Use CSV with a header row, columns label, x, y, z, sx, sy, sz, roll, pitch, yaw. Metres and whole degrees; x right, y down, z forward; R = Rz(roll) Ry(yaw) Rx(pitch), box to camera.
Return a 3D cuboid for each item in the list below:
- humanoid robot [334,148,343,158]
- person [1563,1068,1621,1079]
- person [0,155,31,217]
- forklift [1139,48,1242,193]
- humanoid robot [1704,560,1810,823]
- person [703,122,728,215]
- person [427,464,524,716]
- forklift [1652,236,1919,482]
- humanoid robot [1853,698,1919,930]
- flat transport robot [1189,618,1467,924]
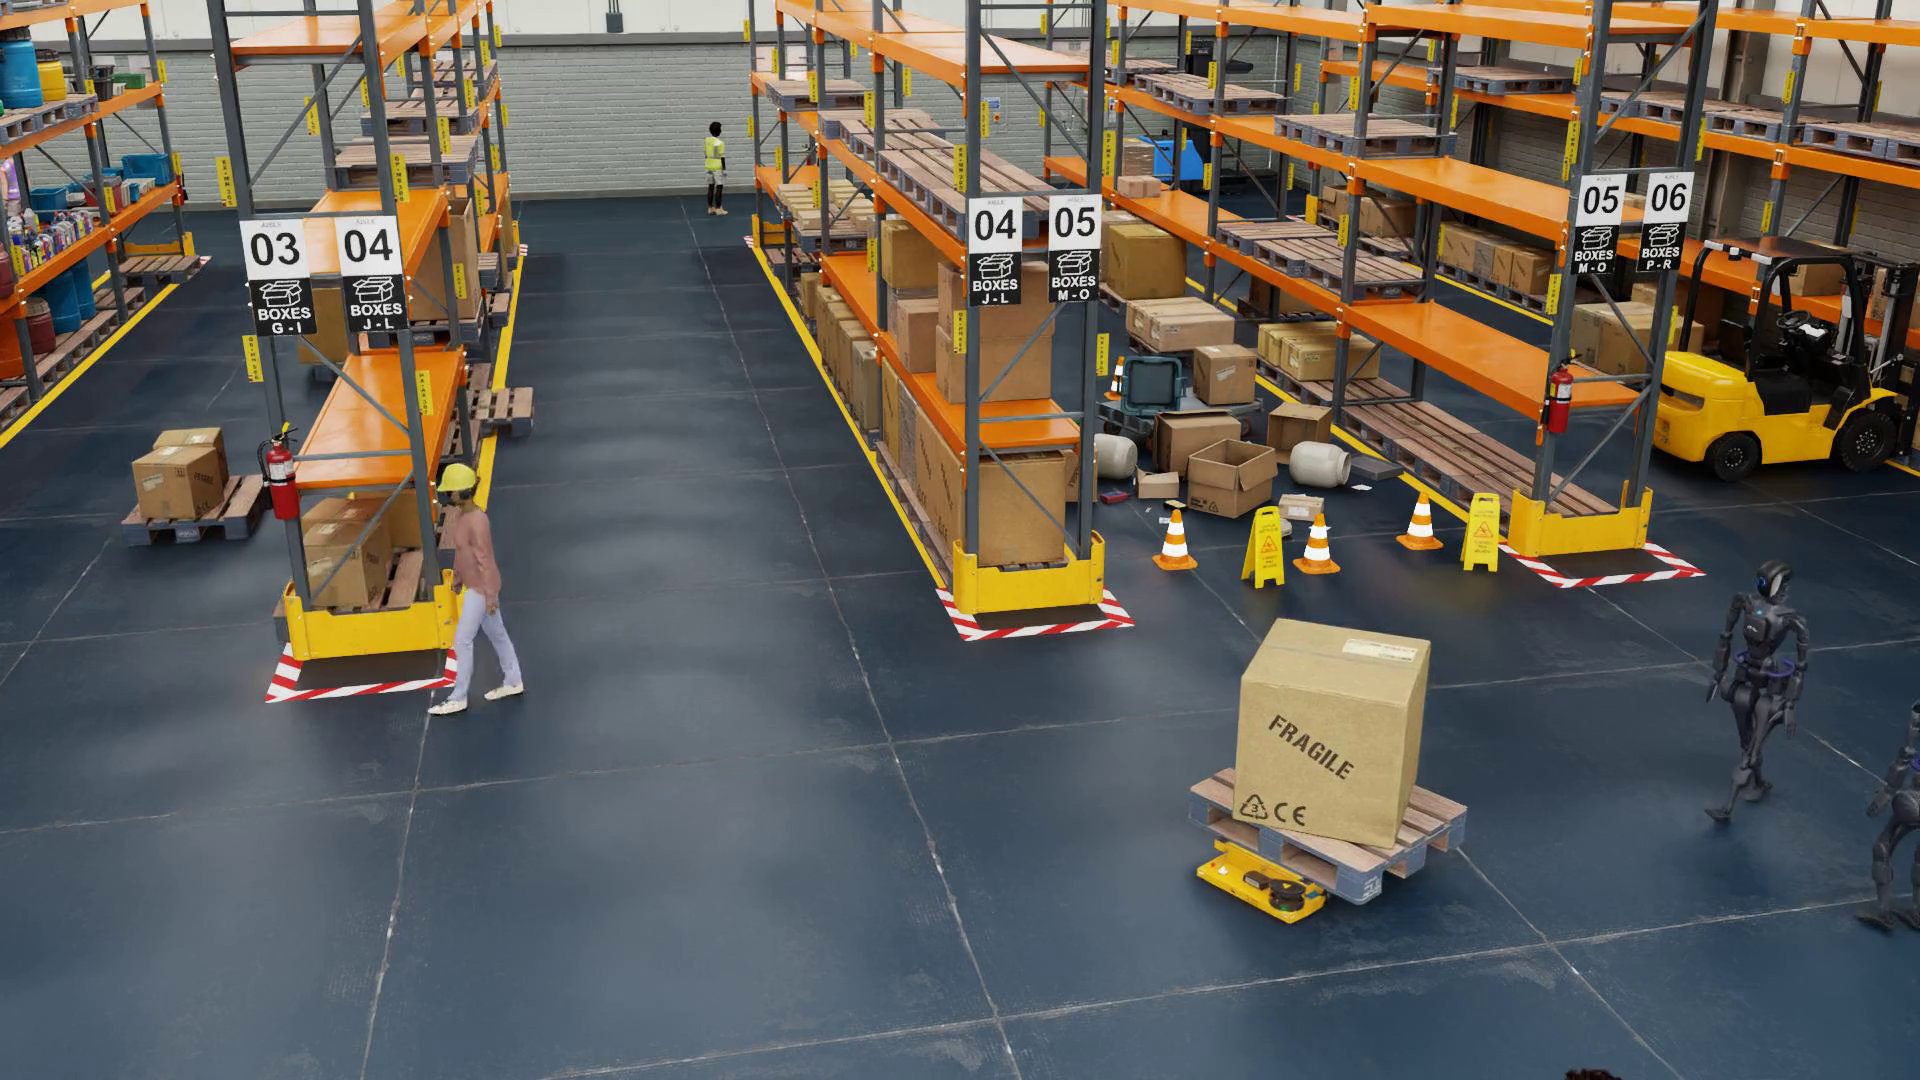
label,x,y,z,sx,sy,sz,roll,pitch,yaw
humanoid robot,-10.185,-5.616,27.338,0.614,1.637,0.612,7,21,18
person,1.789,2.508,5.131,0.662,1.894,1.020,7,22,19
person,-15.368,-5.561,27.143,0.348,1.688,0.492,11,23,28
forklift,4.566,-8.313,32.860,1.873,2.768,1.129,-4,21,-12
humanoid robot,4.718,0.879,9.870,0.779,1.624,0.599,-12,23,-29
person,-4.478,-6.807,30.495,0.539,1.686,0.323,17,26,38
person,-3.354,0.335,11.194,0.776,1.738,0.543,-9,22,-22
forklift,8.013,-1.814,16.330,2.313,2.155,1.214,-4,21,-12
humanoid robot,5.078,1.293,8.682,0.596,1.649,0.336,-6,21,-16
flat transport robot,2.087,1.743,9.508,1.431,0.231,0.659,-17,26,-39
